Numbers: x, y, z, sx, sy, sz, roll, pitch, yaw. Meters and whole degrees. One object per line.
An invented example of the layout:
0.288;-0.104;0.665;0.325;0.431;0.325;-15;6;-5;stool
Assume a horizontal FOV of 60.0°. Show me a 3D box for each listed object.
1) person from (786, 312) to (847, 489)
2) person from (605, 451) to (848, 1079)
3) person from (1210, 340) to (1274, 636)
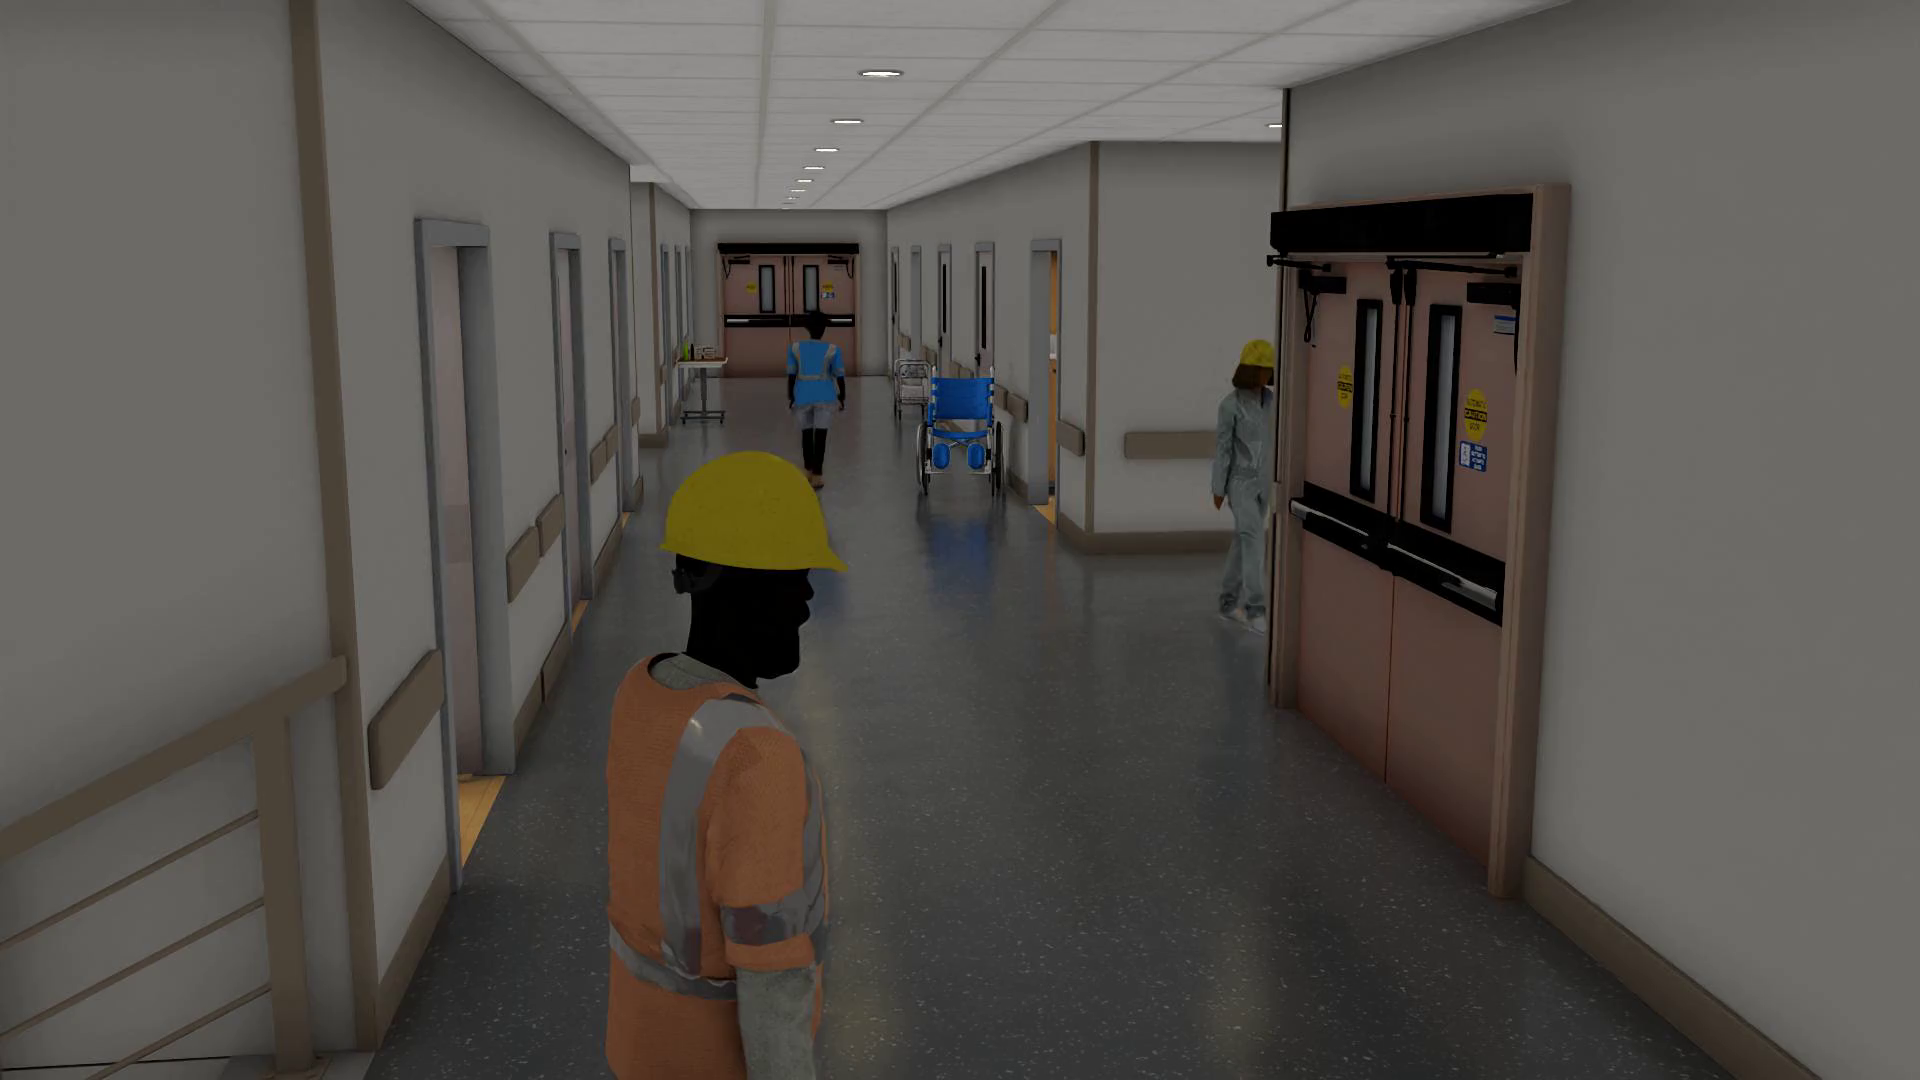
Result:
-1.347;-1.343;15.919;0.555;1.664;0.765;1;10;8;person
-0.352;0.816;2.643;0.399;1.918;0.588;-5;11;-27;person
1.780;-0.308;9.774;0.494;1.717;0.744;-8;13;-40;person
